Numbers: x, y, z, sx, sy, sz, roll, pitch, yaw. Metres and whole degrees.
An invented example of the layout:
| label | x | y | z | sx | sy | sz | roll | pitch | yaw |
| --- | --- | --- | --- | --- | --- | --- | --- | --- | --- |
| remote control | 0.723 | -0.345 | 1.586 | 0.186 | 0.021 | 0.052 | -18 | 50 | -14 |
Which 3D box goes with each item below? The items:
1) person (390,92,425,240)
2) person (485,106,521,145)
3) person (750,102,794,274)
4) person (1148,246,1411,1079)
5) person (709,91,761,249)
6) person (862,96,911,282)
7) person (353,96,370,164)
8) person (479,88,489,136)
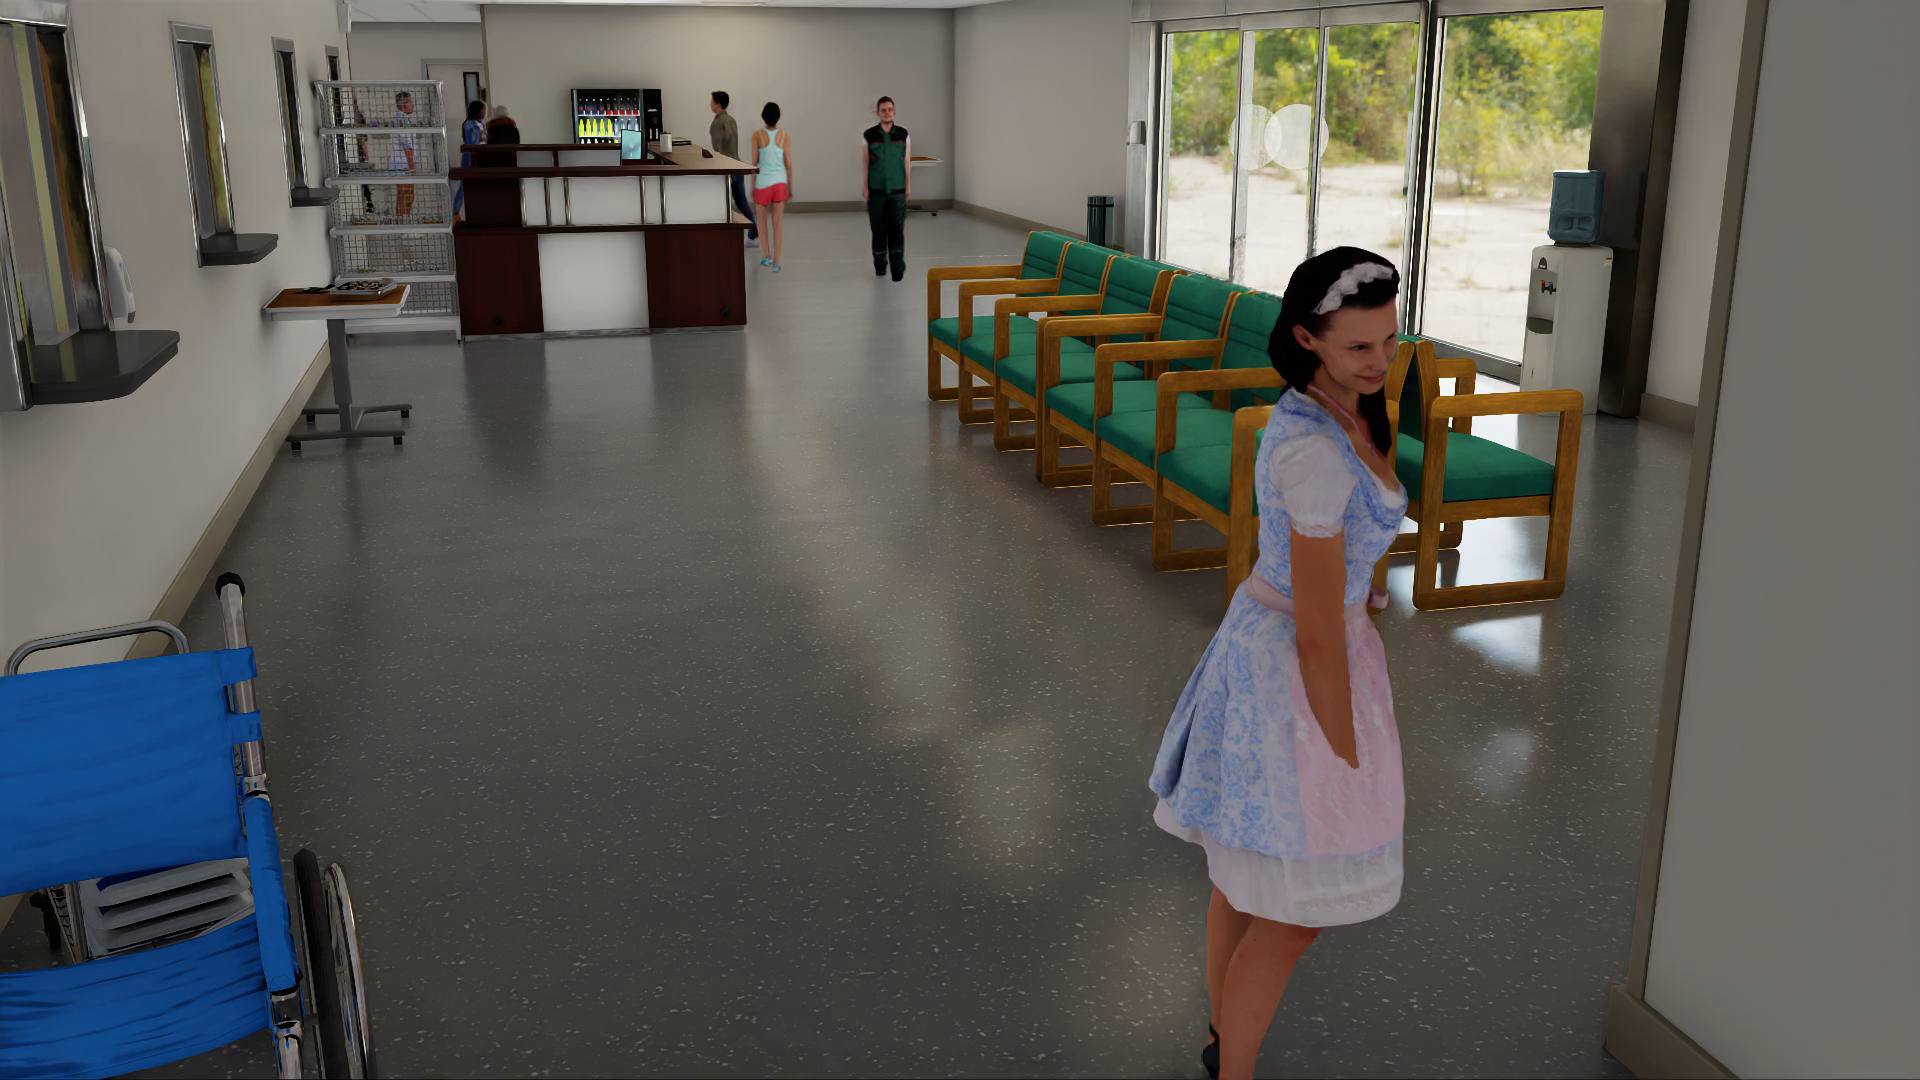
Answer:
| label | x | y | z | sx | sy | sz | roll | pitch | yaw |
| --- | --- | --- | --- | --- | --- | --- | --- | --- | --- |
| person | -7.086 | -4.762 | 21.179 | 0.638 | 1.818 | 0.715 | -7 | 17 | -24 |
| person | -6.210 | -5.059 | 22.610 | 0.696 | 1.612 | 0.747 | 1 | 16 | 4 |
| person | -1.978 | -3.696 | 17.526 | 0.692 | 1.749 | 0.697 | -3 | 16 | -11 |
| person | 0.590 | 0.335 | 3.150 | 0.878 | 1.790 | 0.888 | 0 | 16 | -2 |
| person | -2.639 | -4.304 | 19.562 | 1.284 | 1.814 | 1.175 | 7 | 17 | 25 |
| person | -0.759 | -3.514 | 16.796 | 1.115 | 1.793 | 0.805 | -2 | 16 | -8 |
| person | -9.798 | -6.302 | 26.869 | 0.934 | 1.695 | 0.733 | -6 | 17 | -19 |
| person | -7.943 | -6.606 | 27.751 | 0.911 | 1.801 | 0.966 | 7 | 17 | 22 |
